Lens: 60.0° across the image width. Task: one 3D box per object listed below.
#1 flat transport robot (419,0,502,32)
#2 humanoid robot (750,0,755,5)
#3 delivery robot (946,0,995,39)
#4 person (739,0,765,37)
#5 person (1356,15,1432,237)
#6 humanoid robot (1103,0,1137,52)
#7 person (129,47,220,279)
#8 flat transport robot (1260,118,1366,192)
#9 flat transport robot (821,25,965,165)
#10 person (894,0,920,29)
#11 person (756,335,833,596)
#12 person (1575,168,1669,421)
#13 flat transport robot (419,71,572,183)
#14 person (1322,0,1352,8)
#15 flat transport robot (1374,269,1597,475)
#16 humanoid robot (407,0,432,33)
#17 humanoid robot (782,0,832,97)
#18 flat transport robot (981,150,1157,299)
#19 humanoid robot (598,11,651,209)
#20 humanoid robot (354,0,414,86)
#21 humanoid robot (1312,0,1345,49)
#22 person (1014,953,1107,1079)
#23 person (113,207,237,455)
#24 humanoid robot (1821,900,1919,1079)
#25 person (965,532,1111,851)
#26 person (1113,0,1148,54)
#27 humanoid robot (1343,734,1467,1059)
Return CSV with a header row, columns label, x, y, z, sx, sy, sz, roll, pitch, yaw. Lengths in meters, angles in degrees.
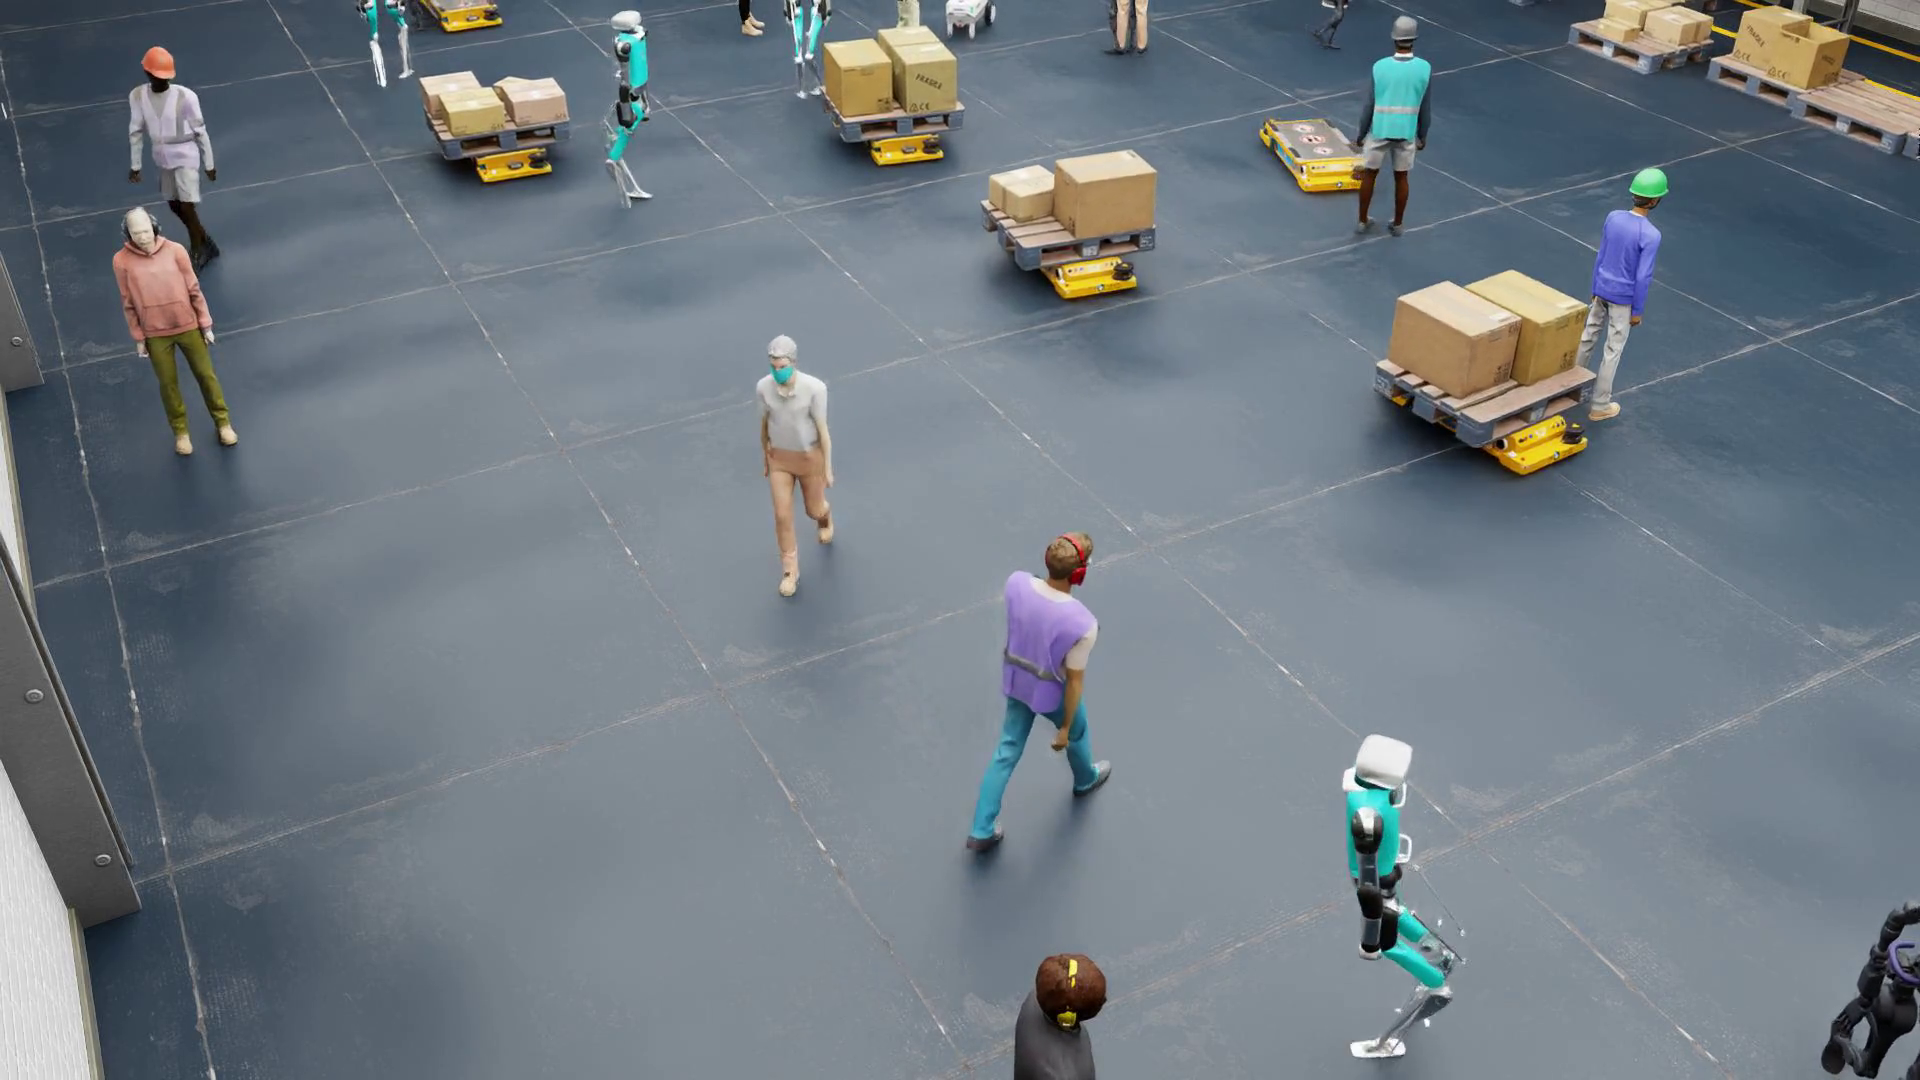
label,x,y,z,sx,sy,sz,roll,pitch,yaw
flat transport robot,-5.979,-6.374,19.816,0.659,0.231,1.431,-17,39,-23
humanoid robot,-2.502,-7.330,19.913,0.531,1.782,0.793,-20,40,-26
delivery robot,0.094,-6.170,19.291,0.499,0.612,0.796,9,36,13
person,-2.430,-6.626,18.928,0.318,1.699,0.534,0,35,0
person,3.733,-3.518,14.298,0.593,1.928,0.488,3,35,4
humanoid robot,1.880,-6.246,18.404,0.585,1.643,0.384,-16,38,-21
person,-6.510,-3.111,13.743,0.588,1.900,0.557,7,36,10
flat transport robot,3.426,-3.734,16.047,0.659,0.231,1.431,-5,35,-7
flat transport robot,-0.680,-4.097,16.566,0.659,0.231,1.431,-10,36,-14
person,-0.646,-6.446,18.593,0.623,1.798,0.663,13,37,17
person,-0.988,-0.530,10.205,0.480,1.722,0.666,5,35,6
person,4.690,-1.747,11.827,0.381,1.865,0.457,-18,39,-24
flat transport robot,-4.479,-3.859,16.226,0.659,0.231,1.431,-15,38,-20
person,4.581,-7.337,19.732,0.392,1.954,0.615,12,37,17
flat transport robot,3.769,-0.950,12.072,0.659,0.231,1.431,-21,40,-27
humanoid robot,-6.344,-6.670,19.012,0.326,1.656,0.588,-7,36,-10
humanoid robot,-1.598,-5.383,17.147,0.531,1.800,0.781,2,35,3
flat transport robot,0.921,-2.491,14.272,0.659,0.231,1.431,-12,37,-16
humanoid robot,-3.082,-3.845,14.945,0.677,1.816,0.546,7,36,9
humanoid robot,-6.165,-5.747,17.673,0.557,1.805,0.744,-8,36,-11
humanoid robot,4.221,-6.266,18.436,0.339,1.653,0.585,21,40,27
person,0.346,2.205,6.169,0.337,1.873,0.501,-3,35,-5
person,-5.420,-1.455,11.438,0.524,1.829,0.358,-15,38,-20
humanoid robot,3.995,1.839,6.877,0.608,1.642,0.548,6,35,8
person,0.415,0.755,8.321,0.565,1.785,1.014,23,41,30
person,1.906,-6.226,18.378,0.475,1.674,0.379,-2,35,-3
humanoid robot,1.964,1.616,7.155,0.800,1.803,0.540,9,36,13
